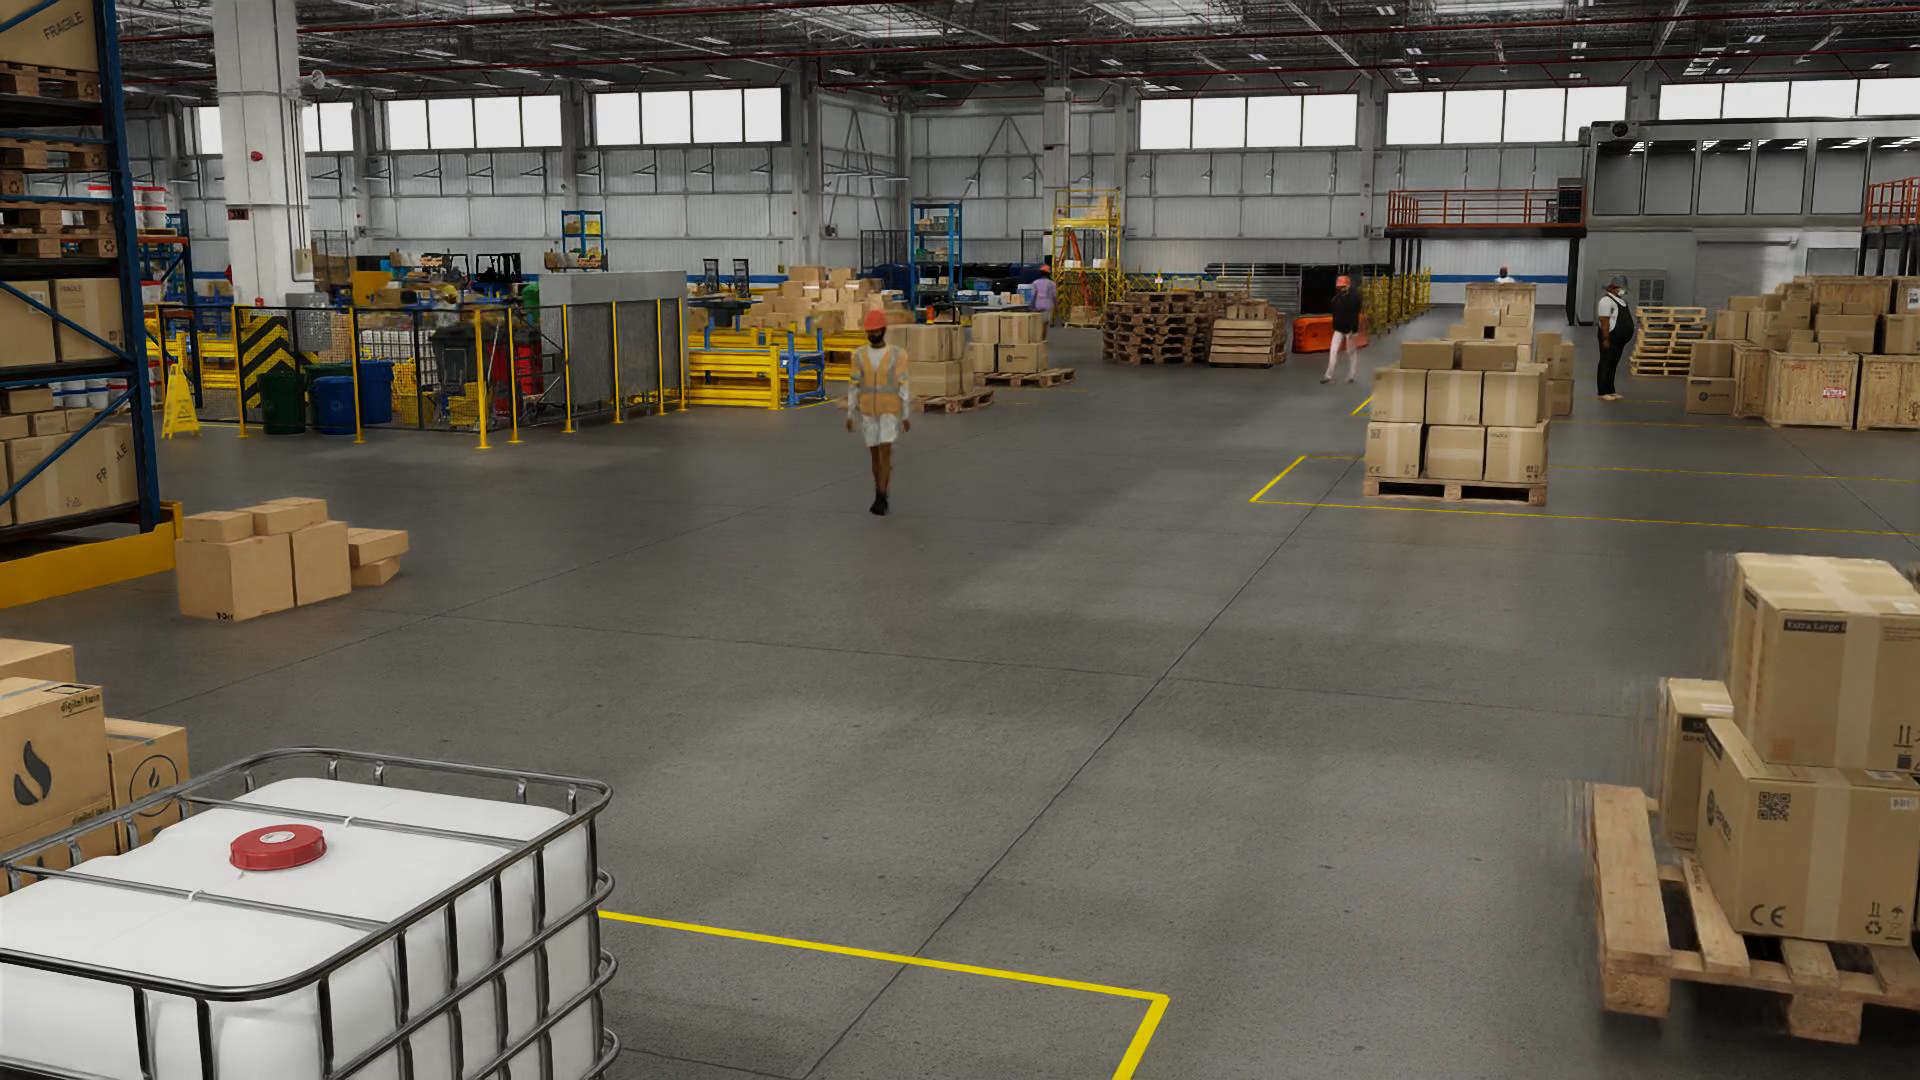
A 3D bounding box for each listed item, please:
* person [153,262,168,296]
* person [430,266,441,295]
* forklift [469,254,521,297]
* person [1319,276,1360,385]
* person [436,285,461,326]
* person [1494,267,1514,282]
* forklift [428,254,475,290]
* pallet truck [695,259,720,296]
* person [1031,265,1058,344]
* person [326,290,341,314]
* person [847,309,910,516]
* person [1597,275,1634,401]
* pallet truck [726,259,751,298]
[{"bbox_3d":[-27.655,-8.636,57.450,0.652,1.906,0.402,6,12,29],"label":"person"},{"bbox_3d":[-19.096,-9.153,60.655,0.443,1.811,0.613,-7,12,-34],"label":"person"},{"bbox_3d":[-17.990,-10.121,64.684,1.157,1.987,2.680,3,11,17],"label":"forklift"},{"bbox_3d":[6.800,-3.714,29.629,0.988,1.943,0.613,-10,14,-44],"label":"person"},{"bbox_3d":[-9.166,-3.689,29.958,0.944,1.785,0.593,4,11,19],"label":"person"},{"bbox_3d":[15.978,-7.100,48.902,0.606,1.869,0.532,6,12,31],"label":"person"},{"bbox_3d":[-20.133,-10.254,65.465,1.157,1.987,2.680,3,11,19],"label":"forklift"},{"bbox_3d":[-9.165,-9.627,62.776,0.823,1.965,1.885,4,11,23],"label":"pallet truck"},{"bbox_3d":[2.102,-5.669,40.474,0.630,1.996,0.995,4,11,21],"label":"person"},{"bbox_3d":[-12.062,-3.962,31.843,0.867,1.665,0.531,4,11,21],"label":"person"},{"bbox_3d":[-0.795,-1.172,15.423,0.566,1.899,0.896,3,10,16],"label":"person"},{"bbox_3d":[10.557,-3.256,26.774,0.536,2.000,0.676,9,13,40],"label":"person"},{"bbox_3d":[-7.986,-9.493,62.019,0.823,1.965,1.885,3,11,17],"label":"pallet truck"}]
